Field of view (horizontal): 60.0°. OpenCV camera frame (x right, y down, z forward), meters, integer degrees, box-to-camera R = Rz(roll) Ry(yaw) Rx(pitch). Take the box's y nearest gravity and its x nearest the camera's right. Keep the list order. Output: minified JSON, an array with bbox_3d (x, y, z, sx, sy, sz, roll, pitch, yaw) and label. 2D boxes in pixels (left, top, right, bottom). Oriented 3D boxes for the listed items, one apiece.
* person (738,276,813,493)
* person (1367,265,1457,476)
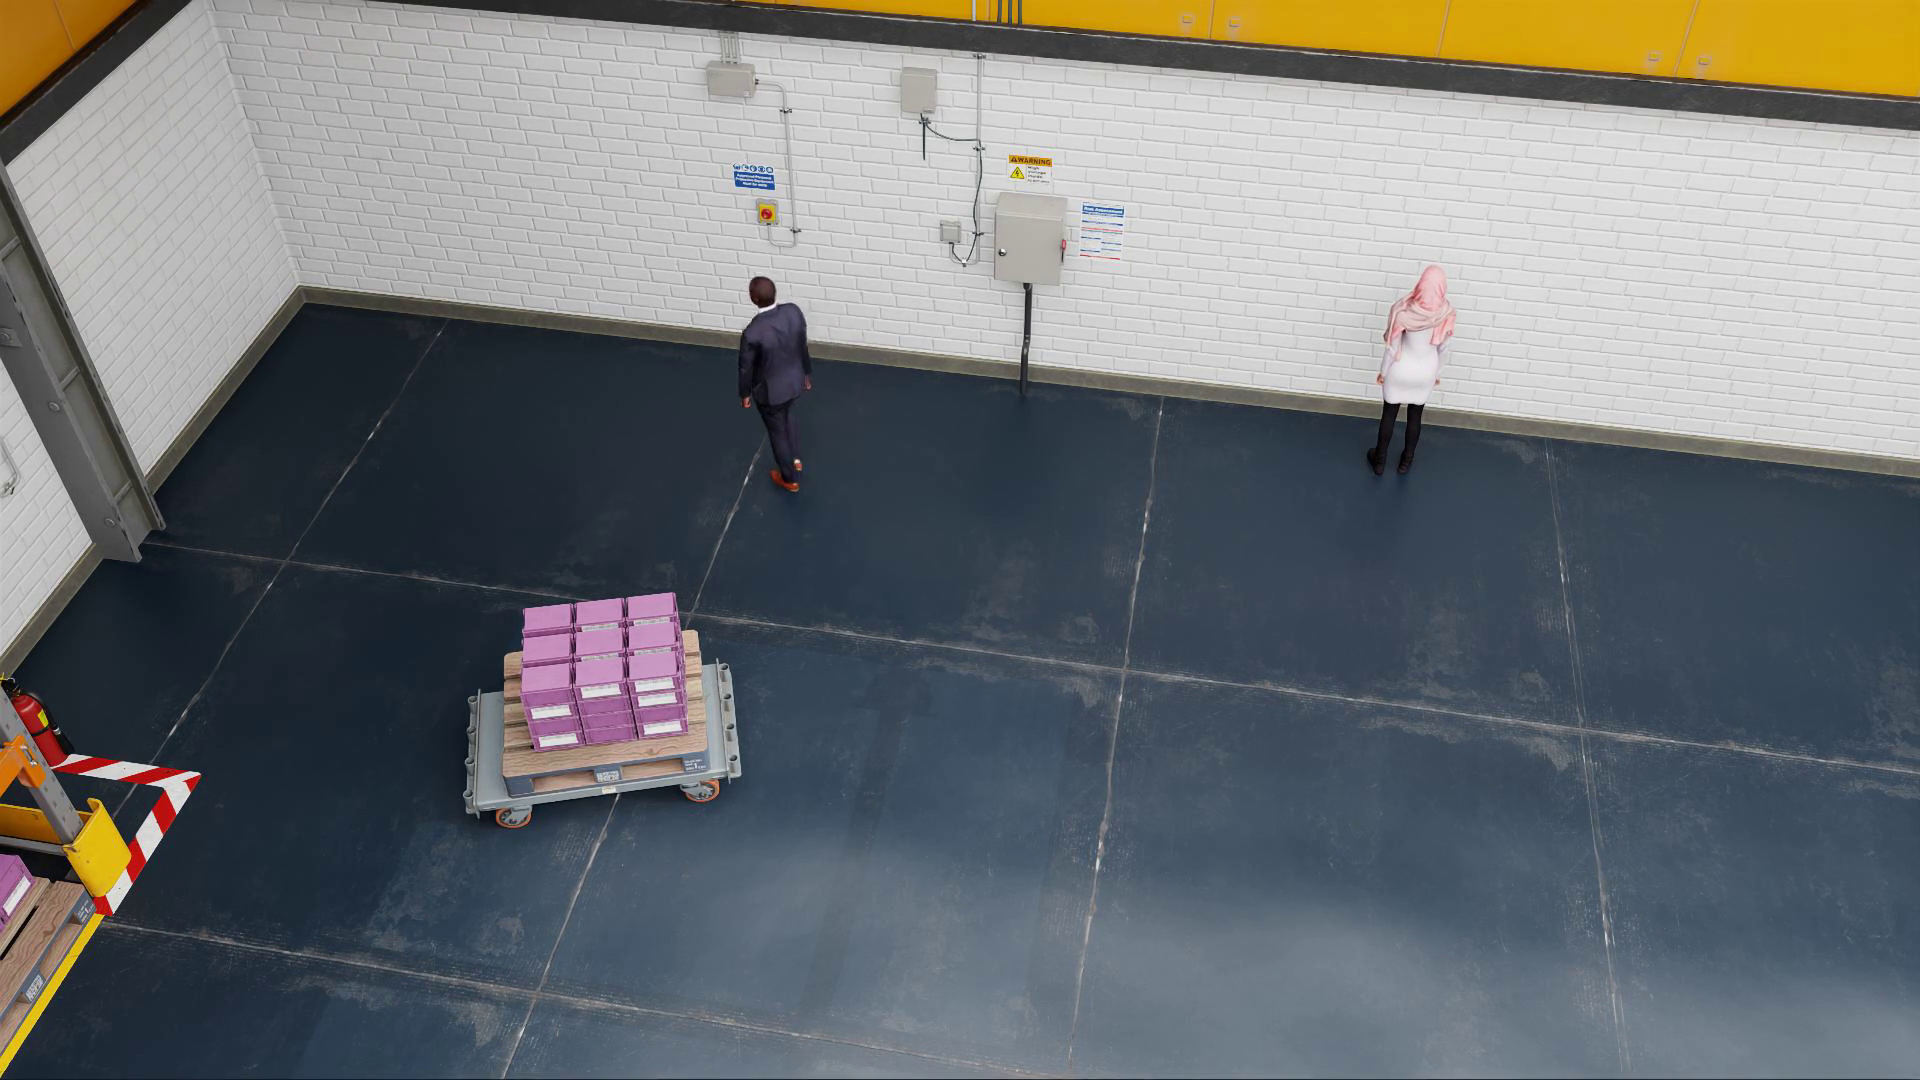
[{"bbox_3d":[-1.242,-1.062,11.821,0.814,1.812,0.892,-31,51,-28],"label":"person"},{"bbox_3d":[3.252,-1.211,11.983,0.648,1.804,0.616,3,44,3],"label":"person"}]
